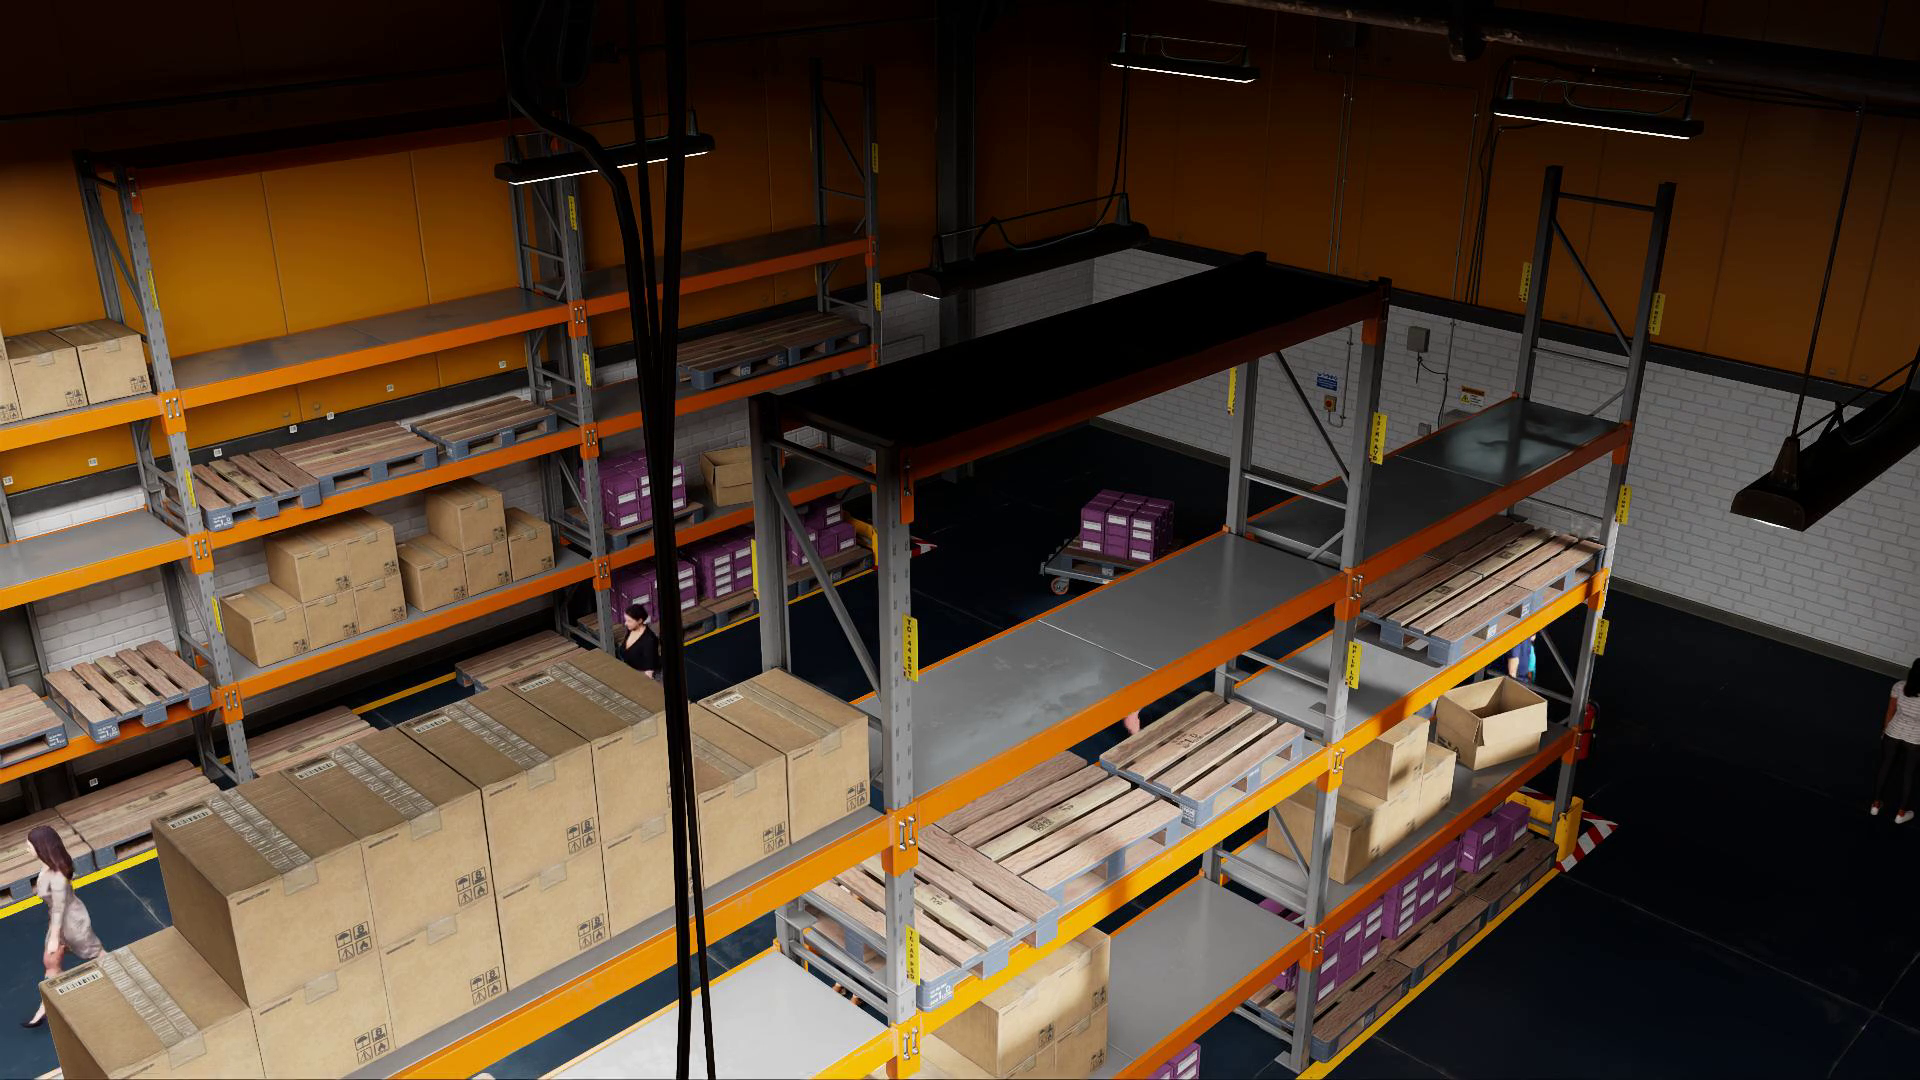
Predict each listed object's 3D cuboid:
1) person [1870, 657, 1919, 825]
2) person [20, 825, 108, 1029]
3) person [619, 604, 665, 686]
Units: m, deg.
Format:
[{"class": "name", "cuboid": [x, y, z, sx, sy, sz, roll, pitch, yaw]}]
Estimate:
[{"class": "person", "cuboid": [8.641, 1.804, 15.190, 0.522, 1.646, 0.568, -20, 31, -38]}, {"class": "person", "cuboid": [-6.637, 2.915, 12.592, 1.112, 1.693, 0.735, -16, 28, -32]}, {"class": "person", "cuboid": [-2.918, 1.378, 16.080, 1.109, 1.714, 0.705, -19, 30, -37]}]
